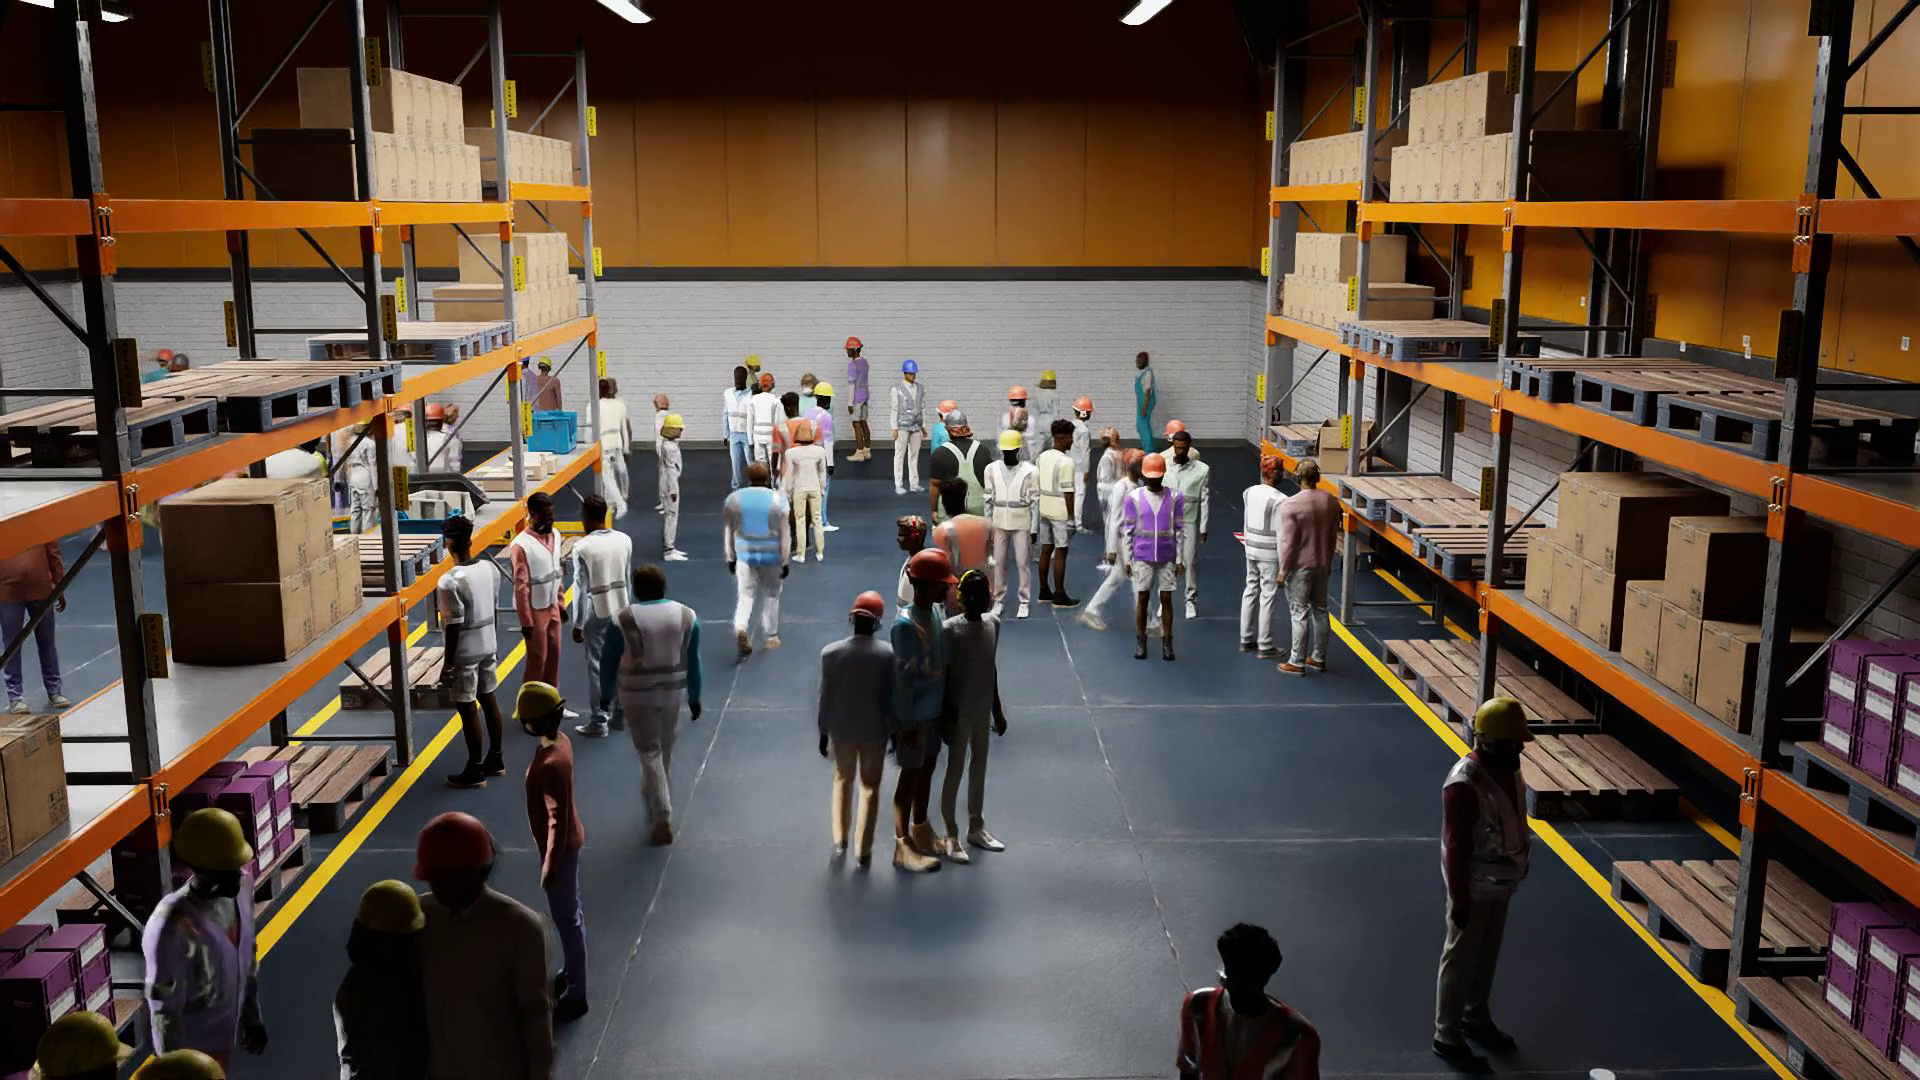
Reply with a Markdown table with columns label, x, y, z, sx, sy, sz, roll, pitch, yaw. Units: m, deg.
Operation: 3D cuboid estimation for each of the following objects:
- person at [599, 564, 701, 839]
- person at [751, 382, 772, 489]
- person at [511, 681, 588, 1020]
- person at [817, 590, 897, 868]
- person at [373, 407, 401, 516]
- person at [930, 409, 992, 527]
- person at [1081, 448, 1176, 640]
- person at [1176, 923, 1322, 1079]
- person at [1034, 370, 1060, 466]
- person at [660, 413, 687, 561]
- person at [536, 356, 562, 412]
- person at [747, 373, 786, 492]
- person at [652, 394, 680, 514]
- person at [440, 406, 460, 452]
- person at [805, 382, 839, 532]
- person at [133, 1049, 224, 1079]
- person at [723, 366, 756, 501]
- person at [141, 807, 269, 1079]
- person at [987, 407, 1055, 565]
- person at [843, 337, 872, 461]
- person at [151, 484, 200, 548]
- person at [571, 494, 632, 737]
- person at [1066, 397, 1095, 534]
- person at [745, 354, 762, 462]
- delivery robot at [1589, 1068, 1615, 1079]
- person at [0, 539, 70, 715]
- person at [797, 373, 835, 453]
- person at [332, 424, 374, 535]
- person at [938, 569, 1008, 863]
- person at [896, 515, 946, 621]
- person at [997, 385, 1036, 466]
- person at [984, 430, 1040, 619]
| label | x | y | z | sx | sy | sz | roll | pitch | yaw |
| --- | --- | --- | --- | --- | --- | --- | --- | --- | --- |
| person | -2.071 | 1.031 | 11.118 | 0.642 | 1.776 | 0.966 | -7 | 13 | -32 |
| person | -2.779 | -1.365 | 23.340 | 0.322 | 1.697 | 0.532 | -2 | 12 | -12 |
| person | -2.082 | 1.568 | 8.479 | 0.328 | 1.761 | 0.523 | -2 | 12 | -12 |
| person | -0.615 | 1.185 | 10.508 | 0.560 | 1.710 | 0.541 | 0 | 11 | 1 |
| person | -7.287 | -1.066 | 21.303 | 0.399 | 1.919 | 0.582 | 1 | 11 | 6 |
| person | -0.022 | -0.381 | 17.543 | 0.679 | 2.000 | 0.535 | -4 | 12 | -19 |
| person | 1.608 | 0.017 | 16.076 | 0.997 | 1.844 | 0.585 | 6 | 13 | 27 |
| person | 1.006 | 2.132 | 5.851 | 0.536 | 1.690 | 0.325 | 8 | 14 | 35 |
| person | 1.295 | -1.707 | 25.020 | 0.496 | 1.716 | 0.772 | 10 | 15 | 42 |
| person | -3.367 | -0.625 | 19.543 | 0.341 | 1.736 | 0.491 | -2 | 12 | -12 |
| person | -6.666 | -2.077 | 26.779 | 0.532 | 1.754 | 0.341 | 0 | 11 | -1 |
| person | -2.654 | -1.362 | 22.892 | 0.576 | 1.877 | 0.350 | 3 | 12 | 16 |
| person | -3.993 | -1.165 | 22.515 | 0.383 | 1.621 | 0.544 | 1 | 11 | 4 |
| person | -6.517 | -0.902 | 21.199 | 0.322 | 1.630 | 0.536 | -1 | 11 | -4 |
| person | -1.764 | -1.060 | 21.260 | 0.397 | 1.920 | 0.586 | -7 | 13 | -31 |
| person | -2.097 | 2.278 | 4.514 | 0.396 | 1.923 | 0.600 | 4 | 12 | 19 |
| person | -3.055 | -1.490 | 23.412 | 0.591 | 1.919 | 0.392 | 3 | 12 | 16 |
| person | -2.878 | 1.916 | 6.413 | 0.618 | 1.890 | 0.595 | 0 | 11 | 2 |
| person | 0.653 | -0.604 | 19.147 | 0.996 | 1.843 | 0.677 | 4 | 12 | 18 |
| person | -1.704 | -2.302 | 27.211 | 0.413 | 2.036 | 0.606 | 4 | 12 | 21 |
| person | -8.441 | -0.356 | 17.944 | 0.525 | 1.829 | 0.552 | -9 | 14 | -37 |
| person | -2.790 | 0.588 | 13.026 | 0.405 | 1.909 | 0.597 | 7 | 13 | 31 |
| person | 1.536 | -0.941 | 21.109 | 0.347 | 1.744 | 0.558 | -4 | 12 | -18 |
| person | -3.359 | -2.143 | 27.076 | 0.329 | 1.766 | 0.534 | 0 | 11 | 1 |
| delivery robot | 2.652 | 2.439 | 6.907 | 0.707 | 0.478 | 0.477 | -1 | 11 | -7 |
| person | -7.637 | 0.437 | 13.585 | 0.615 | 1.987 | 0.407 | -11 | 15 | -43 |
| person | -2.028 | -1.364 | 22.850 | 0.646 | 1.904 | 0.995 | 3 | 12 | 13 |
| person | -7.267 | -0.805 | 20.007 | 0.470 | 1.907 | 0.598 | 2 | 11 | 10 |
| person | 0.079 | 1.096 | 10.562 | 0.518 | 1.874 | 0.327 | -9 | 15 | -39 |
| person | -0.289 | 0.716 | 12.567 | 0.384 | 1.837 | 0.561 | -2 | 11 | -9 |
| person | 0.725 | -0.965 | 20.775 | 0.551 | 1.925 | 0.408 | 9 | 14 | 38 |
| person | 0.513 | -0.162 | 16.760 | 0.587 | 1.920 | 0.390 | 4 | 12 | 18 |
